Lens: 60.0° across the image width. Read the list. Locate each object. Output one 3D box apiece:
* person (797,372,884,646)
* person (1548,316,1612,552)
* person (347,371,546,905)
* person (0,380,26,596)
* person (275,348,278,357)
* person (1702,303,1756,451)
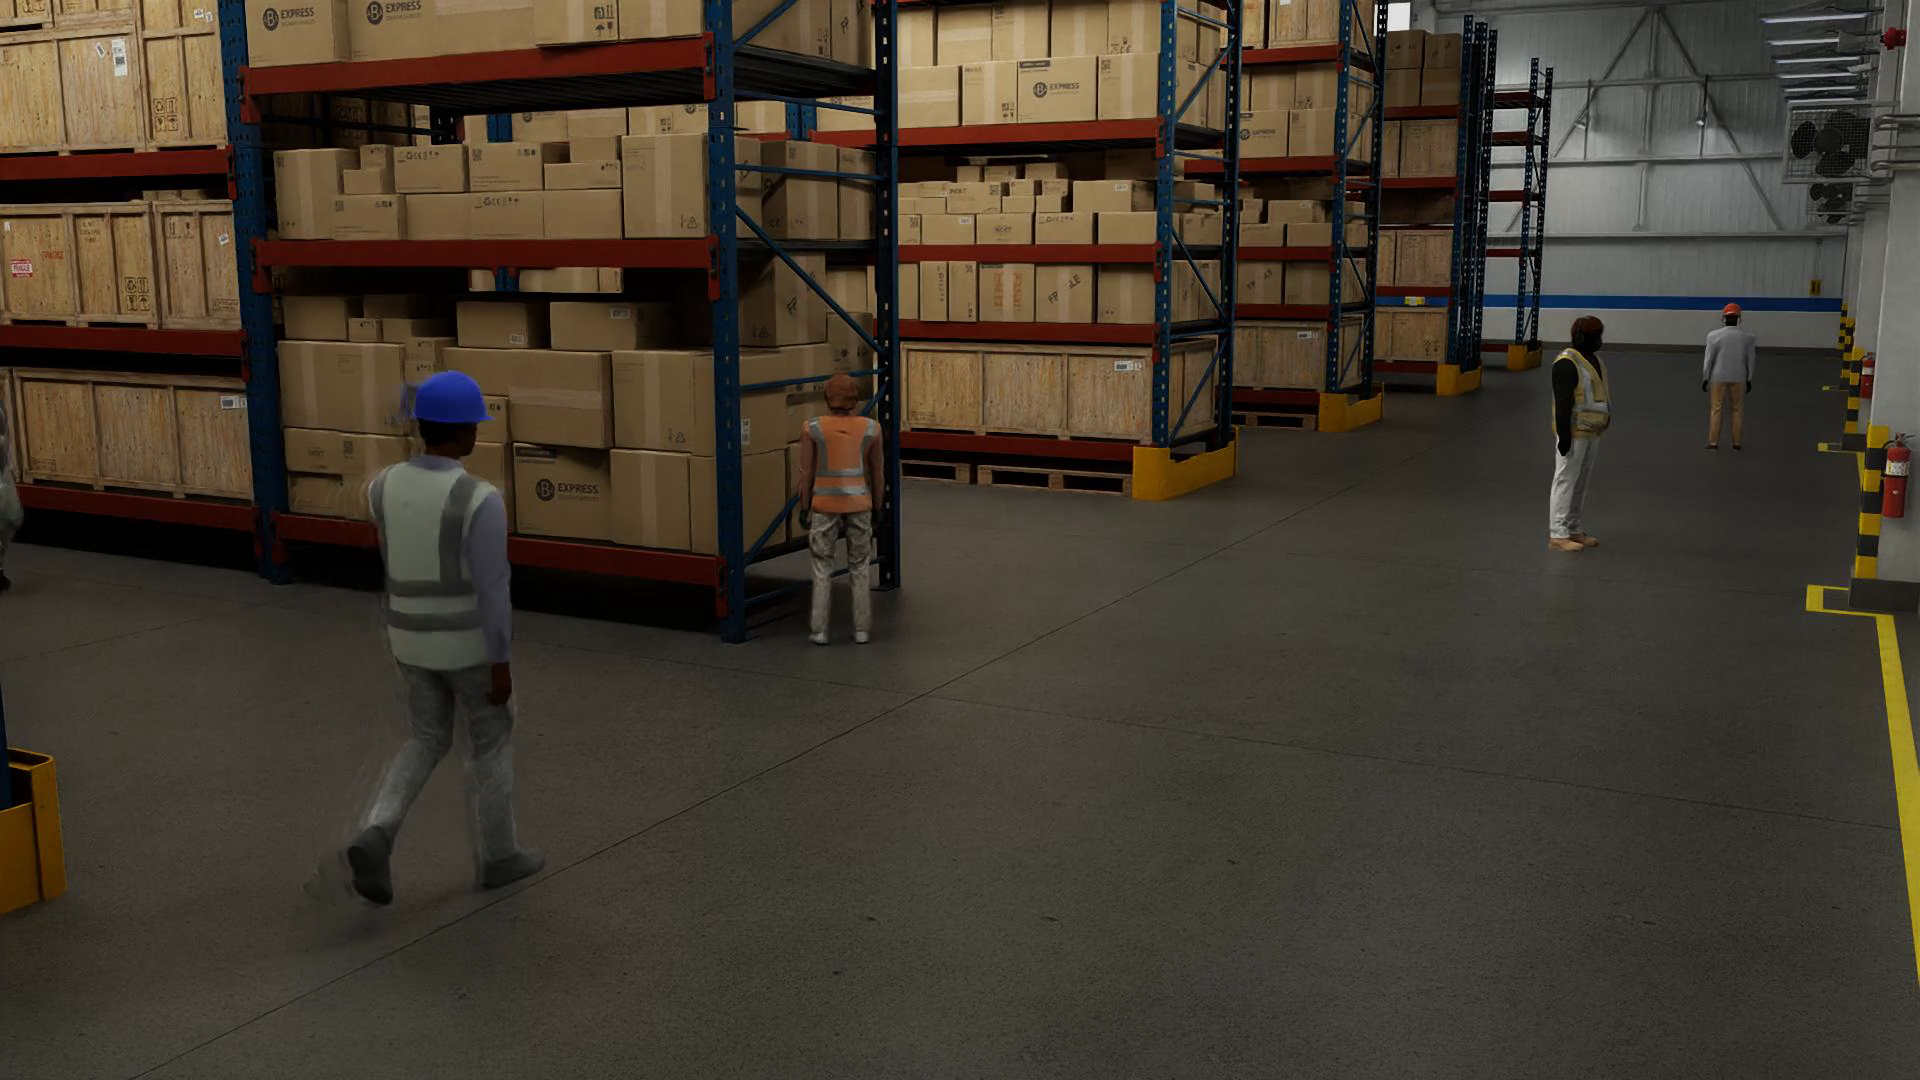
[{"bbox_3d":[-0.704,-0.176,9.883,0.524,1.632,0.314,-2,10,-13],"label":"person"},{"bbox_3d":[4.879,-0.834,13.083,0.429,1.840,0.633,9,13,42],"label":"person"},{"bbox_3d":[-1.848,0.362,5.913,0.621,1.925,0.721,4,11,24],"label":"person"},{"bbox_3d":[-6.647,-0.504,11.239,0.438,1.813,0.616,4,11,23],"label":"person"},{"bbox_3d":[-7.626,-1.917,19.195,0.579,1.893,0.655,-4,11,-23],"label":"person"},{"bbox_3d":[9.064,-1.922,19.640,0.572,1.747,0.344,2,10,11],"label":"person"}]
